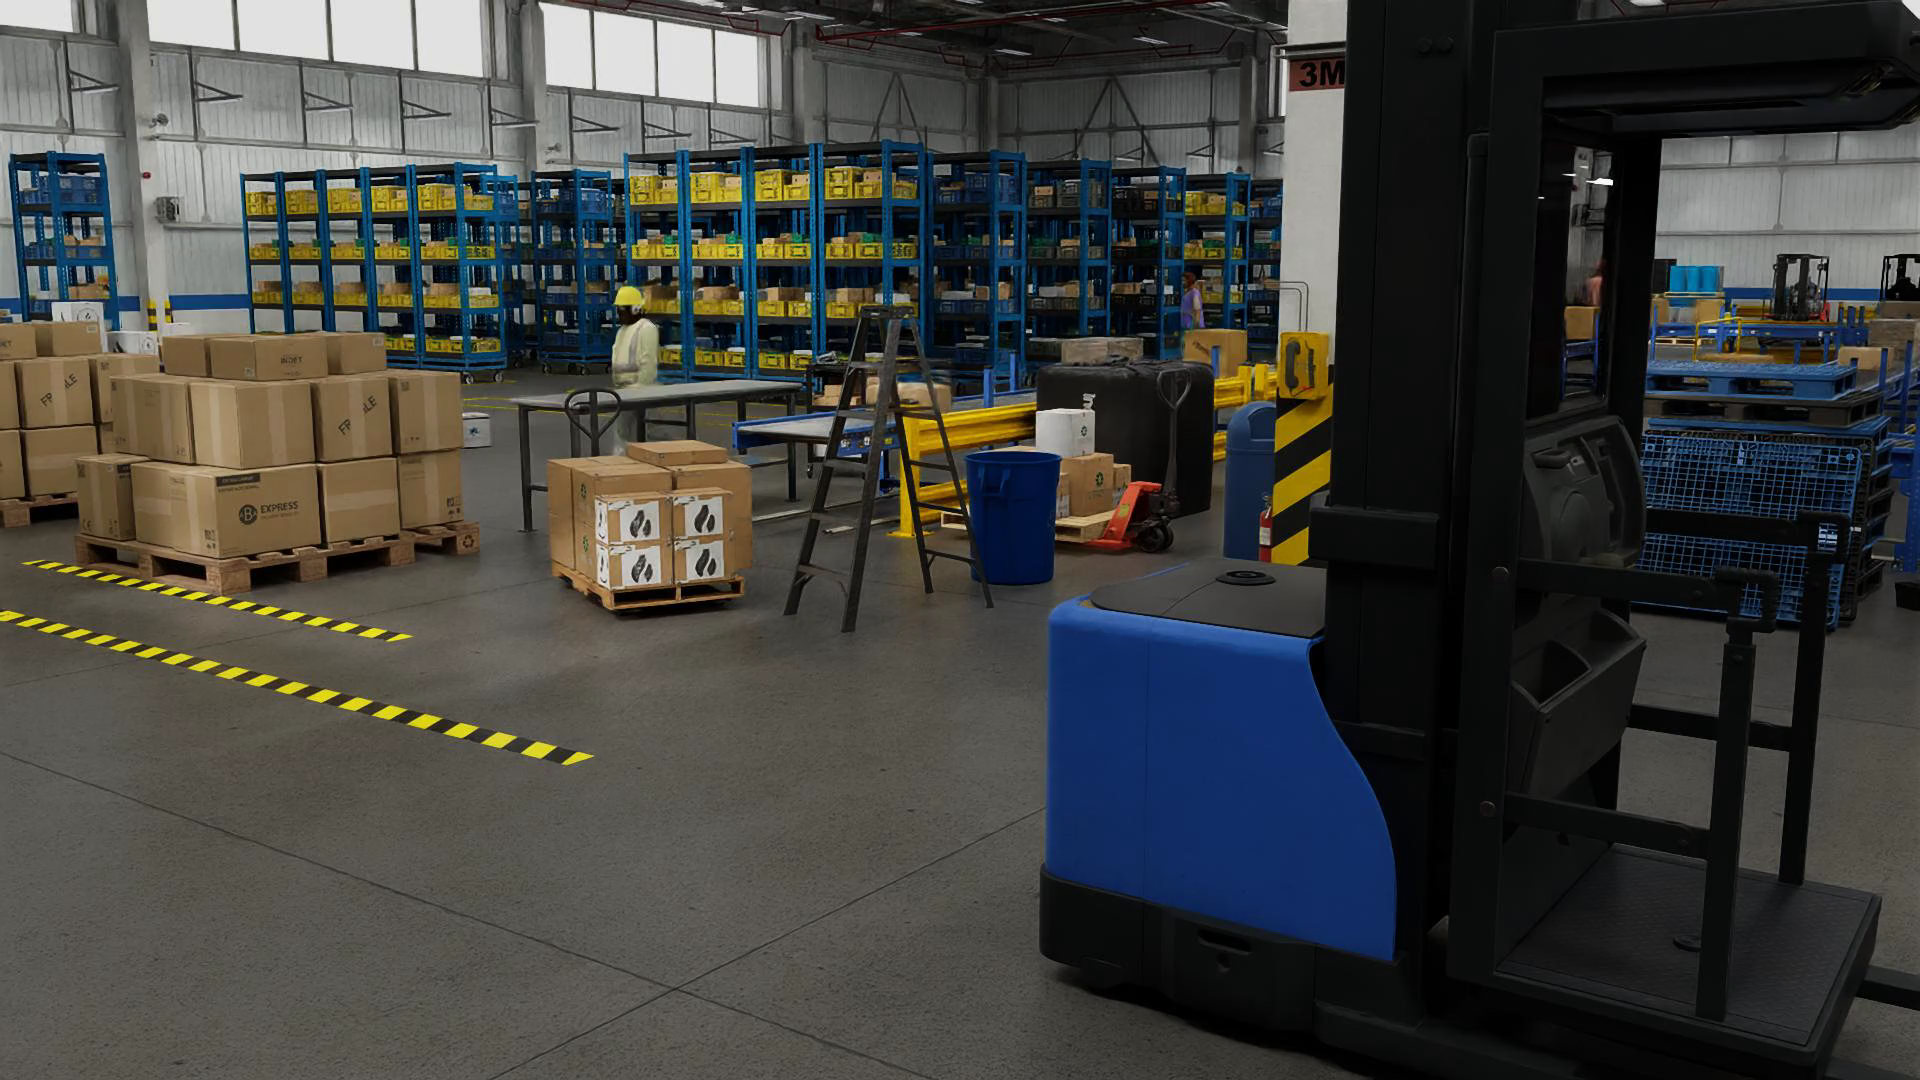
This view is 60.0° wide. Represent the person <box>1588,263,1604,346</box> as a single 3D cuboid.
[{"bbox_3d":[15.162,-5.557,39.359,0.455,1.965,0.646,-3,10,-18],"label":"person"}]

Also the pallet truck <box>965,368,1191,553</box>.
[{"bbox_3d":[0.845,-0.609,11.869,1.630,1.274,0.653,7,12,35],"label":"pallet truck"}]

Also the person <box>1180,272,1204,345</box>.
[{"bbox_3d":[3.758,-3.417,26.975,0.381,1.841,0.566,-1,10,-7],"label":"person"}]

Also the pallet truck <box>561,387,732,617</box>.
[{"bbox_3d":[-1.981,-0.274,10.088,0.680,1.201,1.601,-5,11,-28],"label":"pallet truck"}]

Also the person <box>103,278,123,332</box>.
[{"bbox_3d":[-15.661,-4.027,30.939,0.596,1.719,0.779,7,12,35],"label":"person"}]

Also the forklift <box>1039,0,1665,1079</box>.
[{"bbox_3d":[1.249,-0.137,4.360,1.873,2.768,1.129,7,12,35],"label":"forklift"}]

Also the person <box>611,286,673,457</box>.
[{"bbox_3d":[-2.865,-1.391,15.034,0.793,1.810,0.595,-9,13,-42],"label":"person"}]

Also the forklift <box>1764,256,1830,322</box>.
[{"bbox_3d":[20.253,-5.854,40.139,1.157,1.987,2.680,7,12,35],"label":"forklift"}]

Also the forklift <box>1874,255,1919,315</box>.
[{"bbox_3d":[22.089,-5.634,38.796,1.157,1.987,2.680,6,11,33],"label":"forklift"}]
